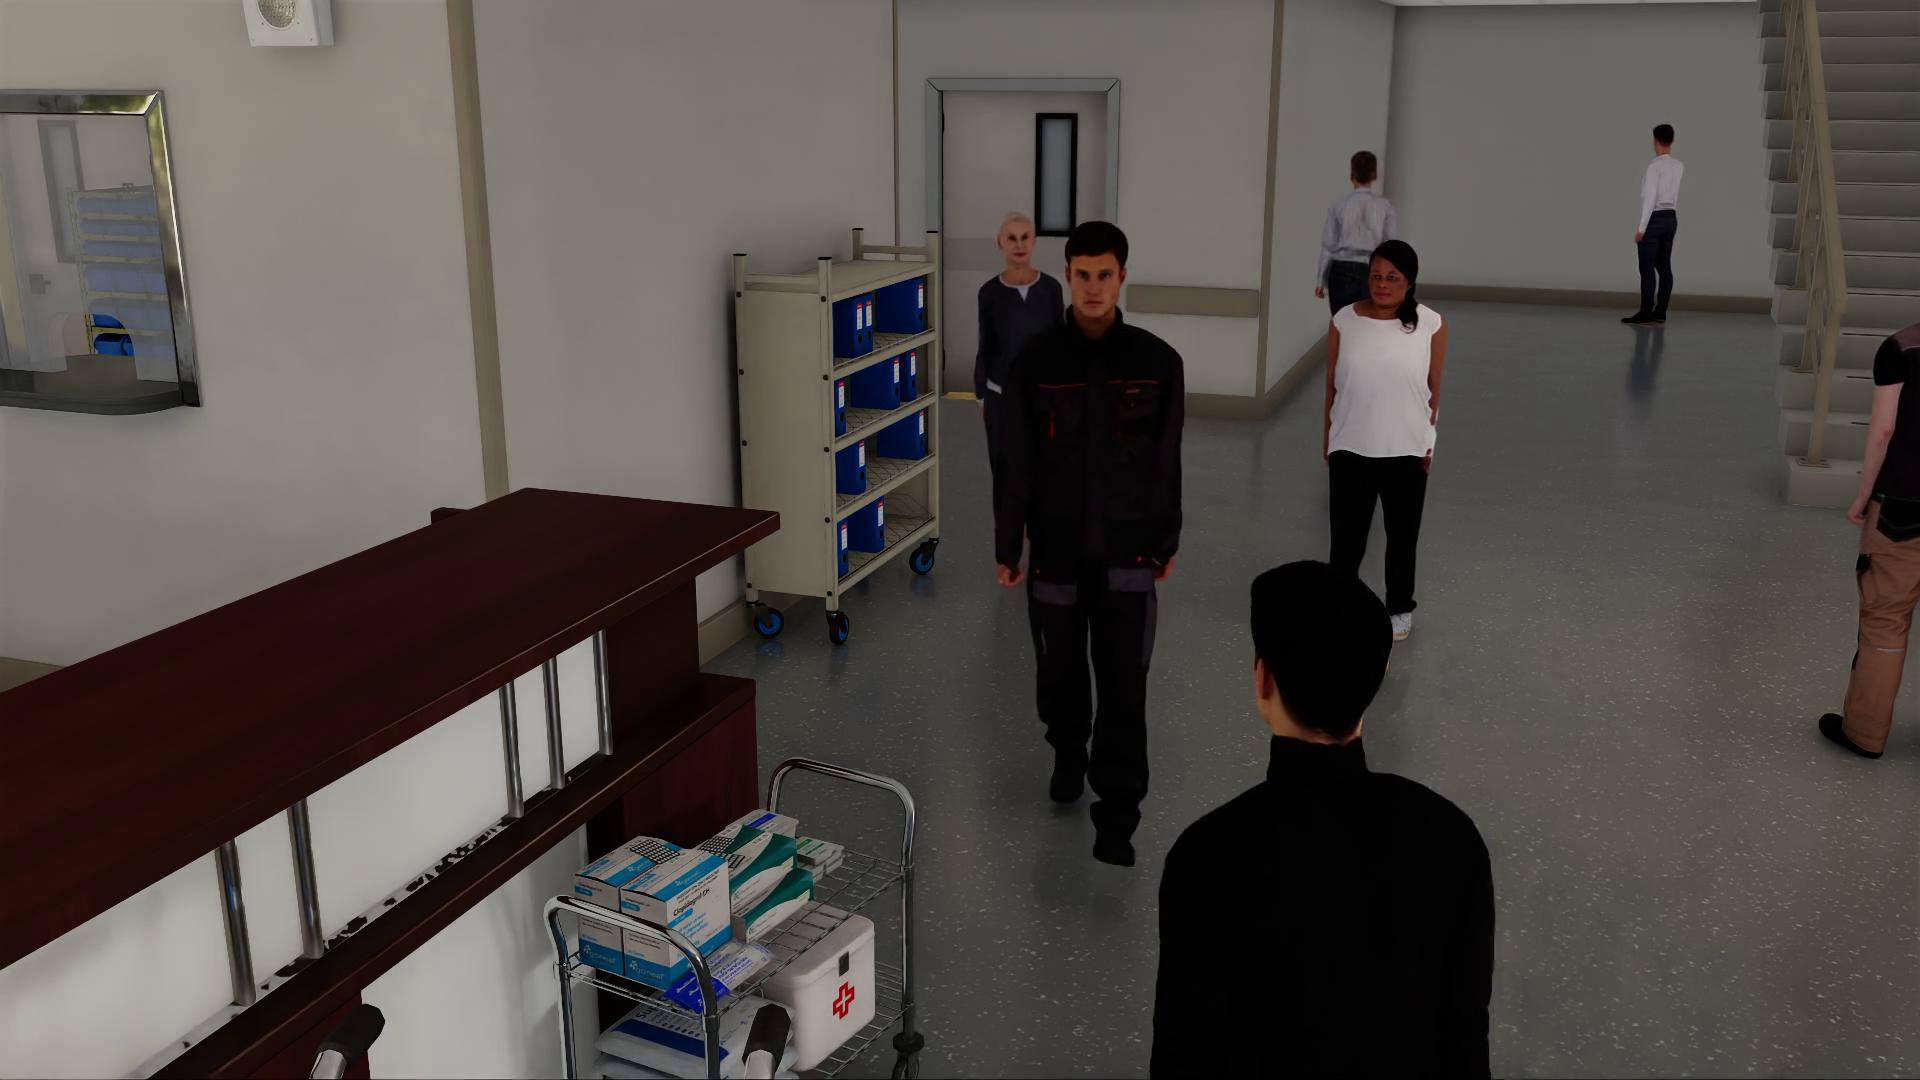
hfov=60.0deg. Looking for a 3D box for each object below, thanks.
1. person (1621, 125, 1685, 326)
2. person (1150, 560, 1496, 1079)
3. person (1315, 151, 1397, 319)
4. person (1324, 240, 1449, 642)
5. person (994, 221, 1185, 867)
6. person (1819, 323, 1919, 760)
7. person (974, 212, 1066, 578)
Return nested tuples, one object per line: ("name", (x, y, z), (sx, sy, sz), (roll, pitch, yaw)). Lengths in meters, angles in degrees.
("person", (6.651, -3.000, 15.827), (0.717, 1.871, 0.786), (-8, 18, -27))
("person", (0.524, 0.905, 2.279), (0.854, 1.707, 0.920), (-5, 16, -16))
("person", (2.782, -1.799, 11.683), (0.739, 1.808, 0.721), (1, 16, 4))
("person", (1.783, -0.423, 7.024), (0.652, 1.686, 0.610), (7, 17, 22))
("person", (0.400, -0.009, 5.170), (0.970, 1.897, 1.315), (1, 16, 4))
("person", (3.360, -0.141, 5.740), (0.745, 1.842, 0.695), (1, 16, 3))
("person", (0.290, -0.707, 7.995), (0.868, 1.708, 1.001), (-3, 16, -10))
